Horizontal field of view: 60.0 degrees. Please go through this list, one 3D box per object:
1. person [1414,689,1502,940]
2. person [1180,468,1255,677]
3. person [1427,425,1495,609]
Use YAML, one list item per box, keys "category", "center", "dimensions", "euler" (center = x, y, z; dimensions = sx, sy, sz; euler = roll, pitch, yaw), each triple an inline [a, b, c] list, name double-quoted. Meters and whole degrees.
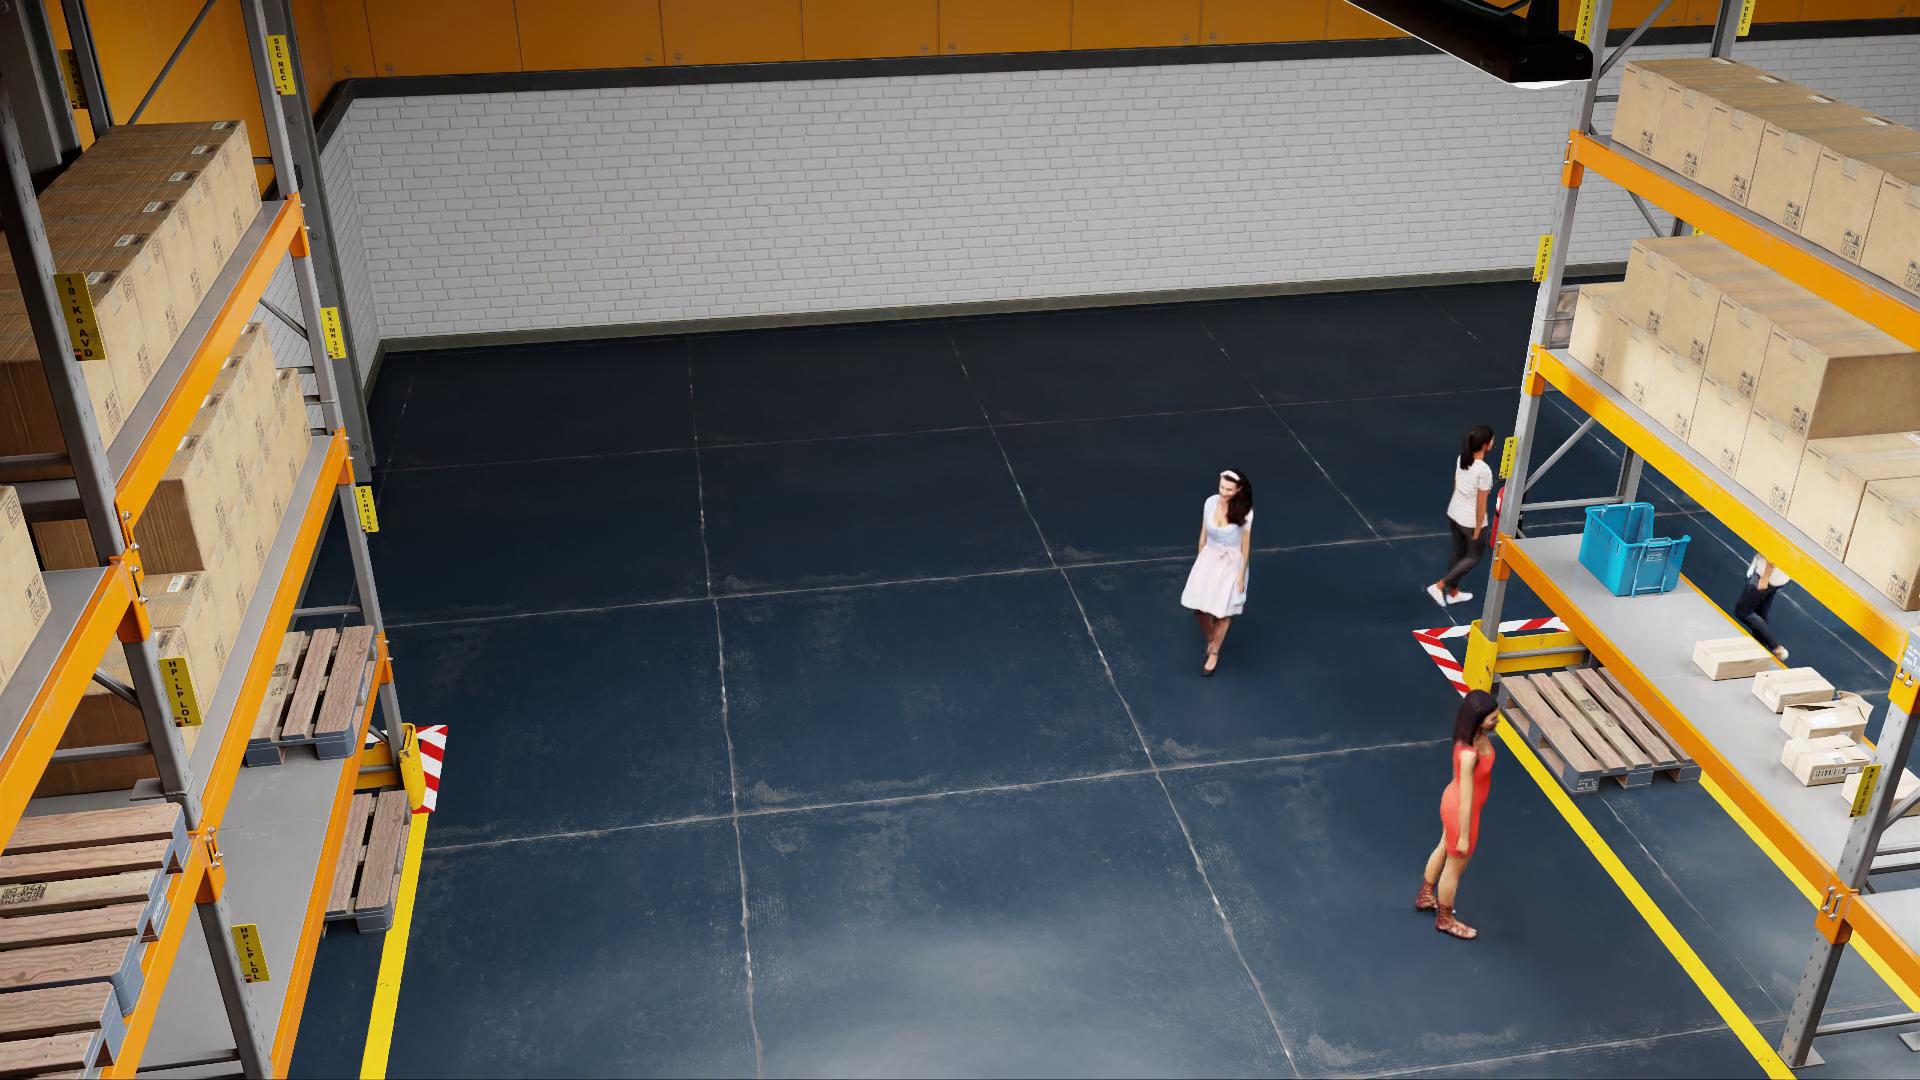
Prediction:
- category: "person"
  center: [3.034, 1.647, 10.149]
  dimensions: [0.766, 1.721, 0.672]
  euler: [7, 29, 12]
- category: "person"
  center: [2.035, 0.223, 12.680]
  dimensions: [0.871, 1.799, 0.937]
  euler: [17, 33, 29]
- category: "person"
  center: [4.067, -0.160, 13.554]
  dimensions: [0.708, 1.634, 0.753]
  euler: [-10, 30, -18]
